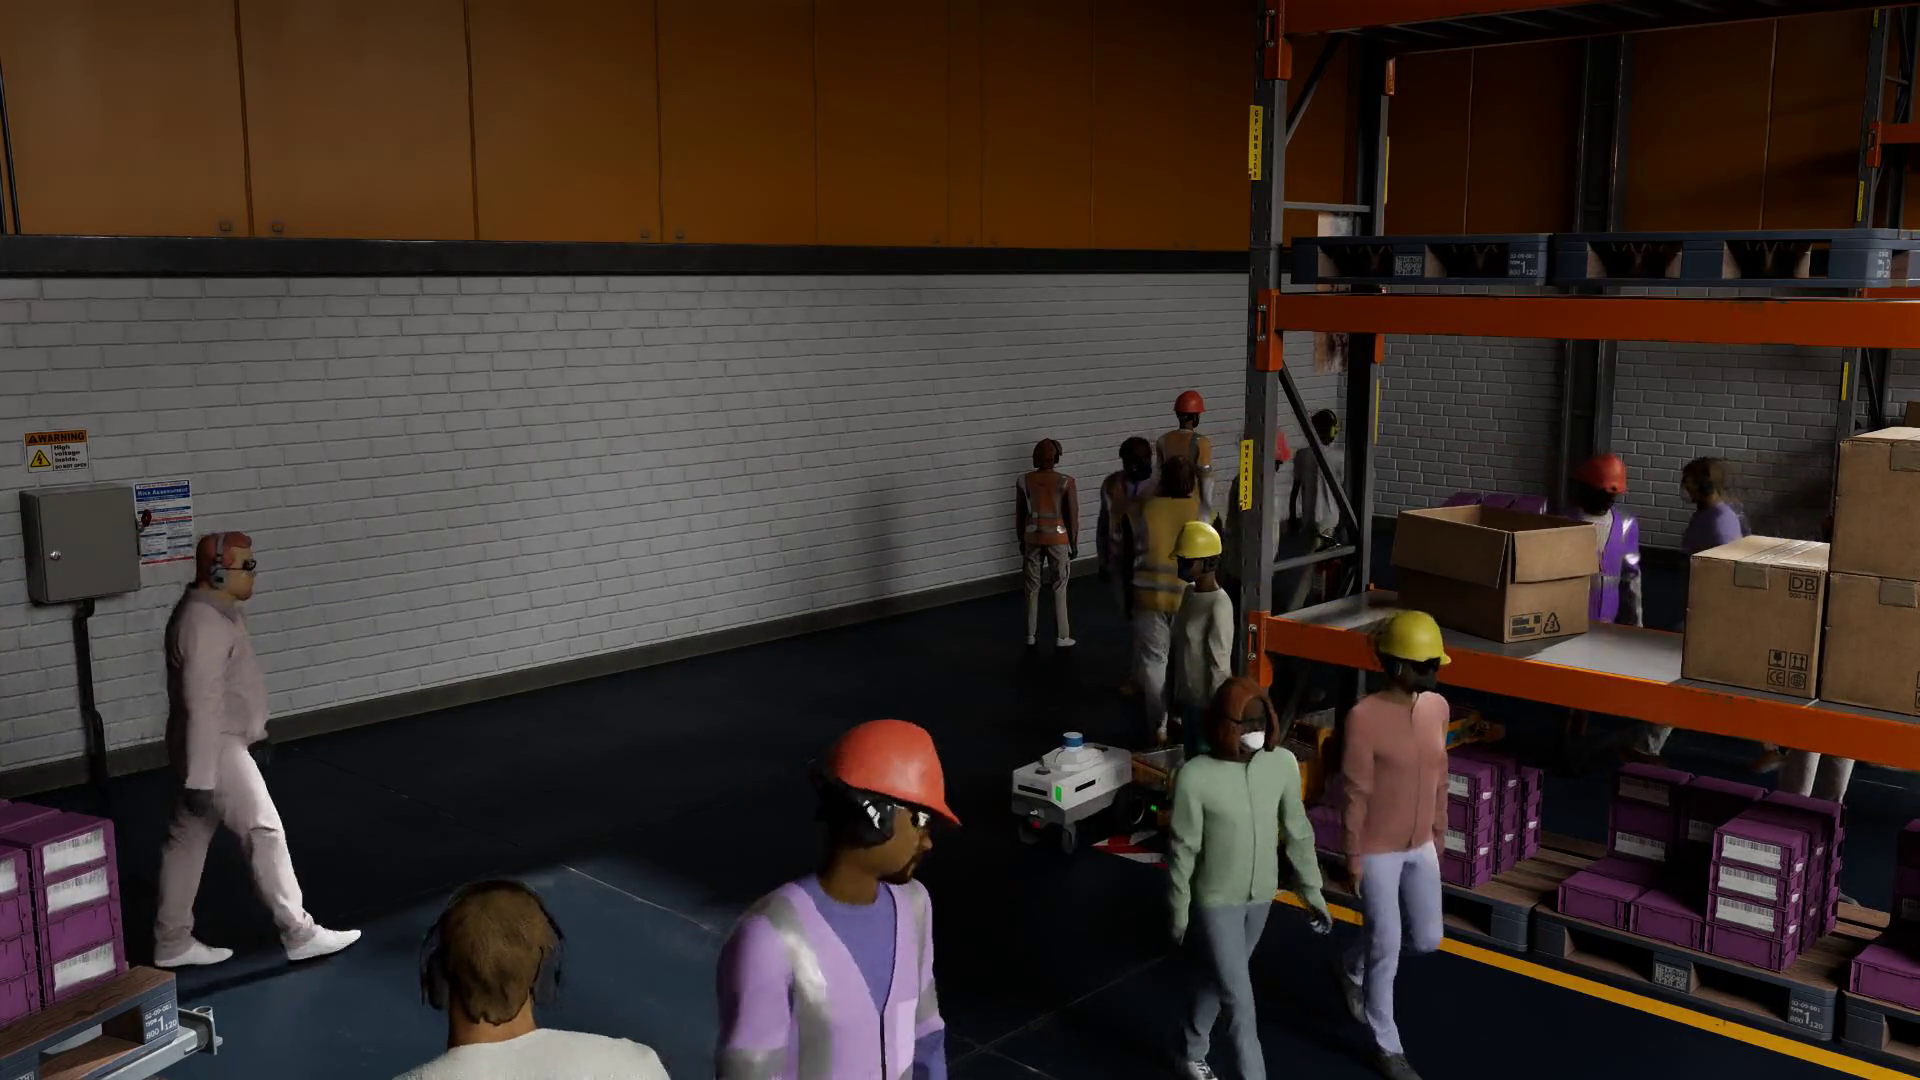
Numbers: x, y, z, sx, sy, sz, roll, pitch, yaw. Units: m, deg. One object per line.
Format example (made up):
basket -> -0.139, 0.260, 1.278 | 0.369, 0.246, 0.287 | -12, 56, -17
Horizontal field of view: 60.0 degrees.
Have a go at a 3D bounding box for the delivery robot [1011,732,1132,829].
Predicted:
delivery robot -> 0.579, 1.237, 8.586 | 0.477, 0.478, 0.707 | 7, 12, 38

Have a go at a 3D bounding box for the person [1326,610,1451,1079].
person -> 1.551, 1.098, 6.090 | 0.524, 1.752, 0.520 | -6, 11, -32

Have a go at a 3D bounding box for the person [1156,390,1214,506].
person -> 1.901, -0.284, 13.964 | 0.542, 1.939, 0.361 | 8, 13, 42

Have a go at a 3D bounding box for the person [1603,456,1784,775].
person -> 4.412, 0.449, 9.681 | 1.032, 1.892, 0.641 | 4, 10, 23

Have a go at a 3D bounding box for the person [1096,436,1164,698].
person -> 1.299, 0.149, 11.770 | 0.650, 1.806, 0.884 | 6, 11, 31

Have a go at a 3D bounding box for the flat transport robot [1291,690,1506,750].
flat transport robot -> 2.629, 1.165, 10.183 | 1.431, 0.197, 0.652 | -7, 11, -36

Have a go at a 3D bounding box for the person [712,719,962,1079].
person -> -0.275, 1.385, 3.570 | 0.416, 1.999, 0.698 | 7, 12, 39

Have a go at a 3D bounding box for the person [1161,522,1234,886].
person -> 1.148, 0.781, 8.006 | 0.340, 1.760, 0.531 | -1, 9, -9

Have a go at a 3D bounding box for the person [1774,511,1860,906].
person -> 3.934, 0.790, 7.550 | 0.578, 1.882, 0.346 | -3, 10, -20

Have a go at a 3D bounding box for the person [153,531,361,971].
person -> -3.015, 0.887, 7.005 | 0.894, 1.865, 0.660 | -6, 11, -31

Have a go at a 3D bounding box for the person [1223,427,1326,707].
person -> 2.049, 0.186, 11.090 | 0.866, 1.929, 0.601 | -2, 10, -14

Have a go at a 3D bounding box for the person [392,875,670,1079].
person -> -0.832, 1.529, 2.993 | 0.629, 1.931, 0.688 | -6, 11, -34

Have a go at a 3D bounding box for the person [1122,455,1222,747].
person -> 1.290, 0.388, 10.209 | 0.626, 1.823, 0.459 | 2, 9, 12

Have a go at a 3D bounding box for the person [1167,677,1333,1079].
person -> 0.970, 1.243, 5.662 | 0.518, 1.585, 0.848 | -5, 11, -29

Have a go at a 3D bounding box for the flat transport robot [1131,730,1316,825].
flat transport robot -> 1.476, 1.305, 9.325 | 1.431, 0.197, 0.652 | -5, 11, -30

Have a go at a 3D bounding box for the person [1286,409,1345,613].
person -> 2.932, -0.152, 13.555 | 1.016, 1.821, 0.528 | -7, 12, -37

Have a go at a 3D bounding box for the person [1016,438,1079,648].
person -> 0.679, 0.030, 12.957 | 0.512, 1.641, 0.307 | 4, 10, 22

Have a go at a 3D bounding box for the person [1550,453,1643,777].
person -> 3.639, 0.441, 9.598 | 0.563, 1.908, 0.505 | -2, 9, -10

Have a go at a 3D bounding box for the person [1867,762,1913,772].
person -> 5.328, 0.440, 9.916 | 0.991, 1.820, 0.515 | 8, 12, 42
